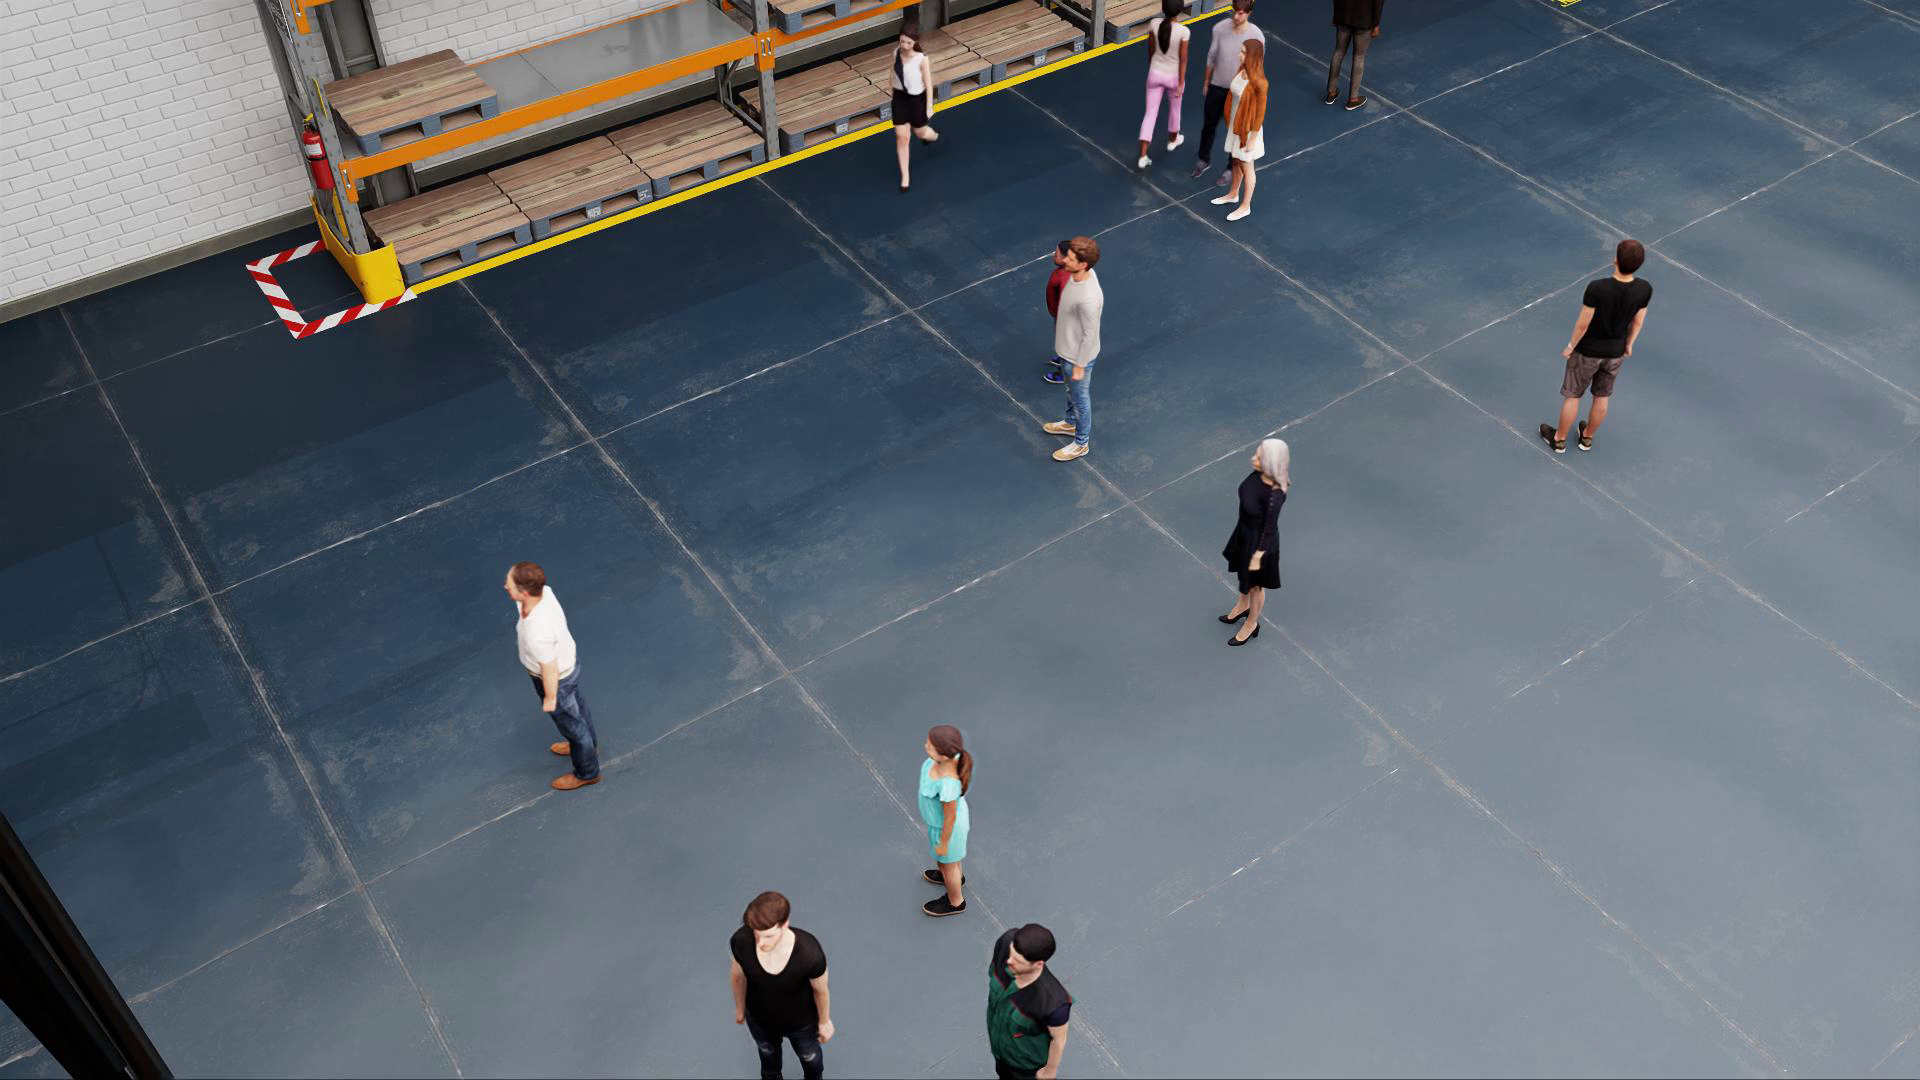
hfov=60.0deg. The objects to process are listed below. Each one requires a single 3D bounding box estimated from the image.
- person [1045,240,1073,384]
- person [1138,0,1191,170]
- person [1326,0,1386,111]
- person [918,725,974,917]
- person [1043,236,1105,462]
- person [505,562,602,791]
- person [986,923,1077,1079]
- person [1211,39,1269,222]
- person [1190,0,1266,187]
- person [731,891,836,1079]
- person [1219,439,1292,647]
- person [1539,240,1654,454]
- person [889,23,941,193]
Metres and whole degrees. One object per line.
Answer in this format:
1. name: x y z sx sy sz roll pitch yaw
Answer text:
1. person: 0.843 -1.834 13.258 0.636 1.253 0.573 8 44 9
2. person: 1.863 -4.255 15.467 0.906 1.712 1.120 18 46 18
3. person: 3.878 -5.100 16.291 0.722 1.800 0.675 27 50 26
4. person: -0.078 1.583 9.450 0.680 1.558 0.637 1 44 2
5. person: 0.876 -1.436 12.368 0.742 1.905 0.753 -6 44 -6
6. person: -2.429 0.804 10.053 0.729 1.855 0.741 -6 44 -6
7. person: 0.327 2.470 8.271 0.563 1.901 0.672 -24 49 -23
8. person: 2.556 -3.692 14.868 0.654 1.723 0.679 -14 45 -14
9. person: 2.523 -4.163 15.278 0.773 1.838 0.764 25 49 24
10. person: -0.891 2.352 8.398 0.751 1.896 0.796 9 44 9
11. person: 1.944 0.008 10.966 0.712 1.747 0.691 -4 44 -5
12. person: 4.767 -1.430 12.393 0.713 1.862 0.824 -2 44 -2
13. person: -0.416 -4.032 15.300 0.928 1.619 1.068 17 46 17
